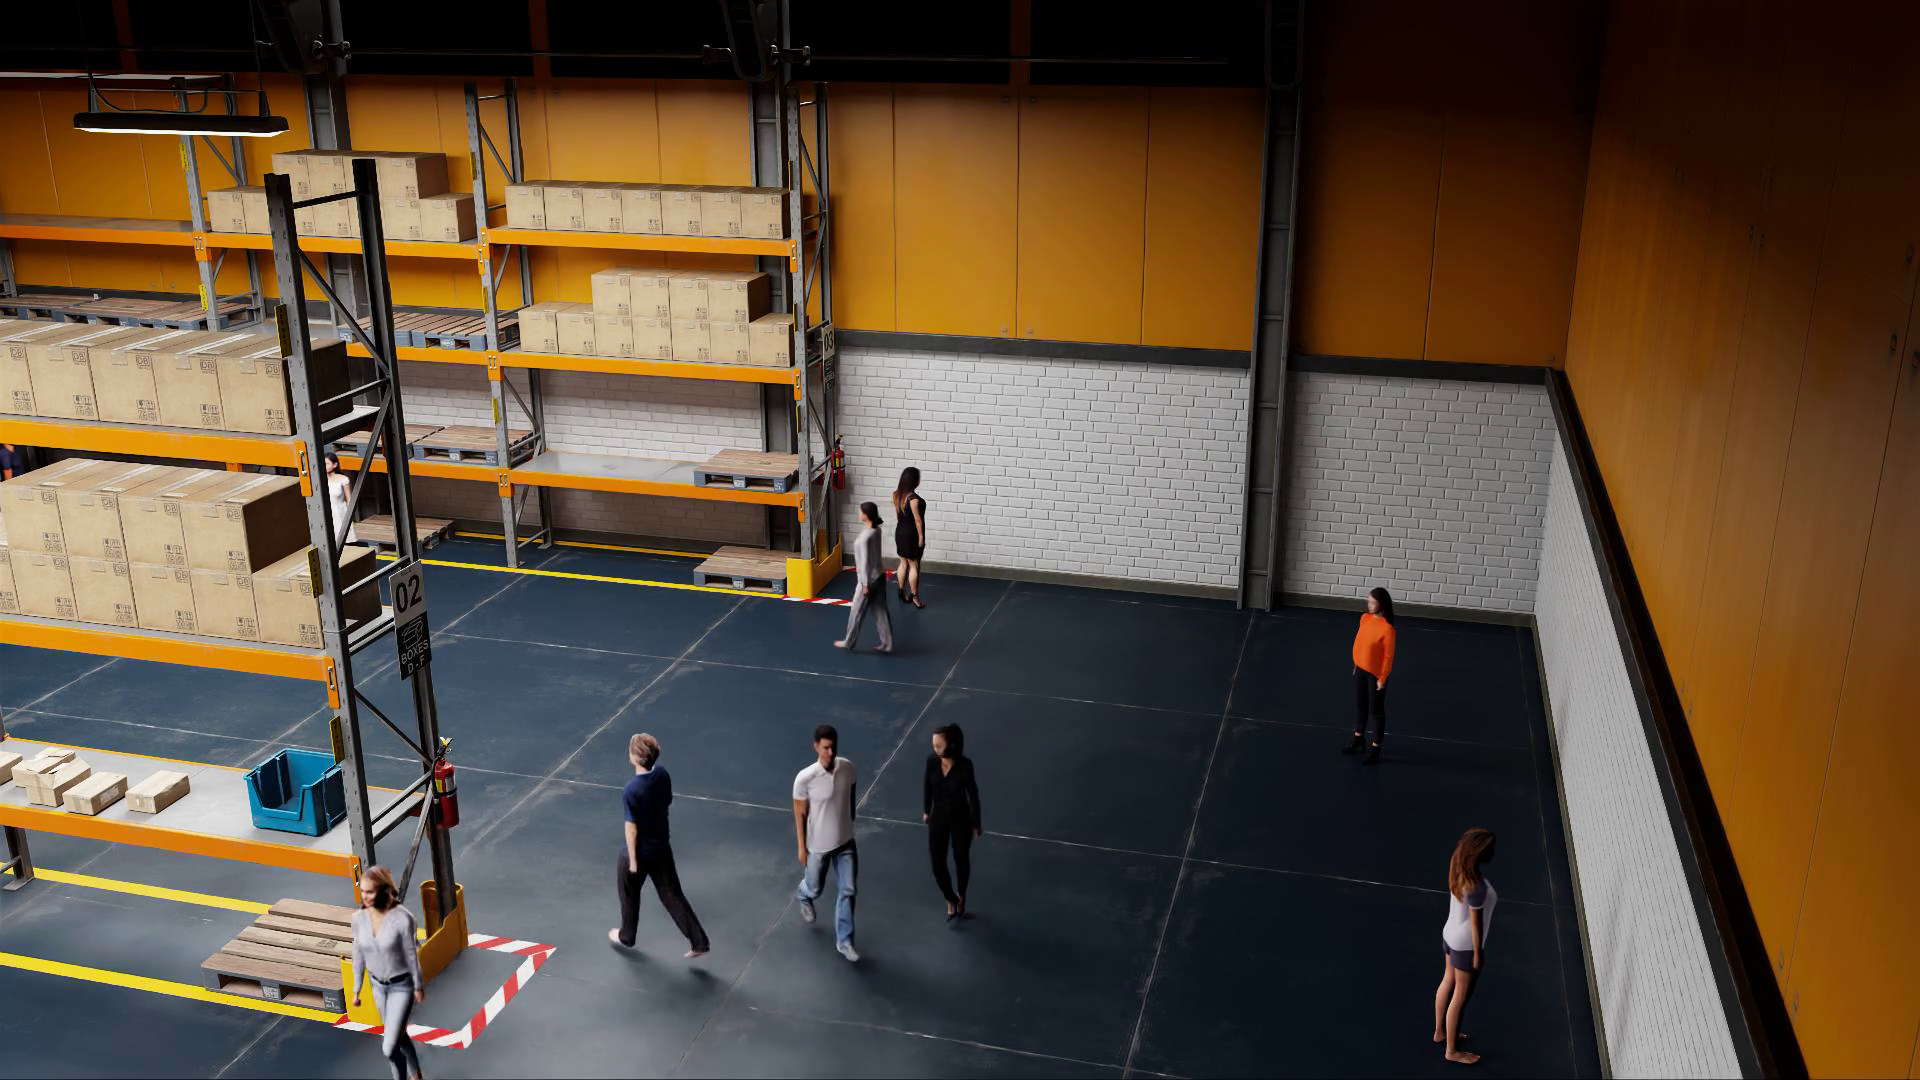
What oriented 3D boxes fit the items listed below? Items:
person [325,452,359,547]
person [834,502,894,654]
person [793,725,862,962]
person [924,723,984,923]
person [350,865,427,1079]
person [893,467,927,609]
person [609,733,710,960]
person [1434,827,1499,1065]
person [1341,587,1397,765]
[{"bbox_3d":[-7.530,-0.201,20.113,0.595,1.774,0.726,3,19,9],"label":"person"},{"bbox_3d":[-0.911,0.434,18.269,0.930,1.746,0.678,8,20,22],"label":"person"},{"bbox_3d":[-1.027,2.259,12.705,1.135,1.839,1.159,-9,21,-25],"label":"person"},{"bbox_3d":[-0.062,2.199,13.102,0.570,1.700,0.723,4,19,12],"label":"person"},{"bbox_3d":[-3.669,2.898,10.898,0.642,1.782,0.683,6,20,17],"label":"person"},{"bbox_3d":[-0.596,-0.035,19.711,0.813,1.716,0.731,-14,23,-35],"label":"person"},{"bbox_3d":[-2.260,2.346,12.461,1.272,1.831,0.942,13,22,33],"label":"person"},{"bbox_3d":[3.450,2.753,11.414,0.634,1.728,0.654,0,19,-1],"label":"person"},{"bbox_3d":[3.919,1.263,15.805,0.753,1.749,0.708,-9,20,-24],"label":"person"}]
